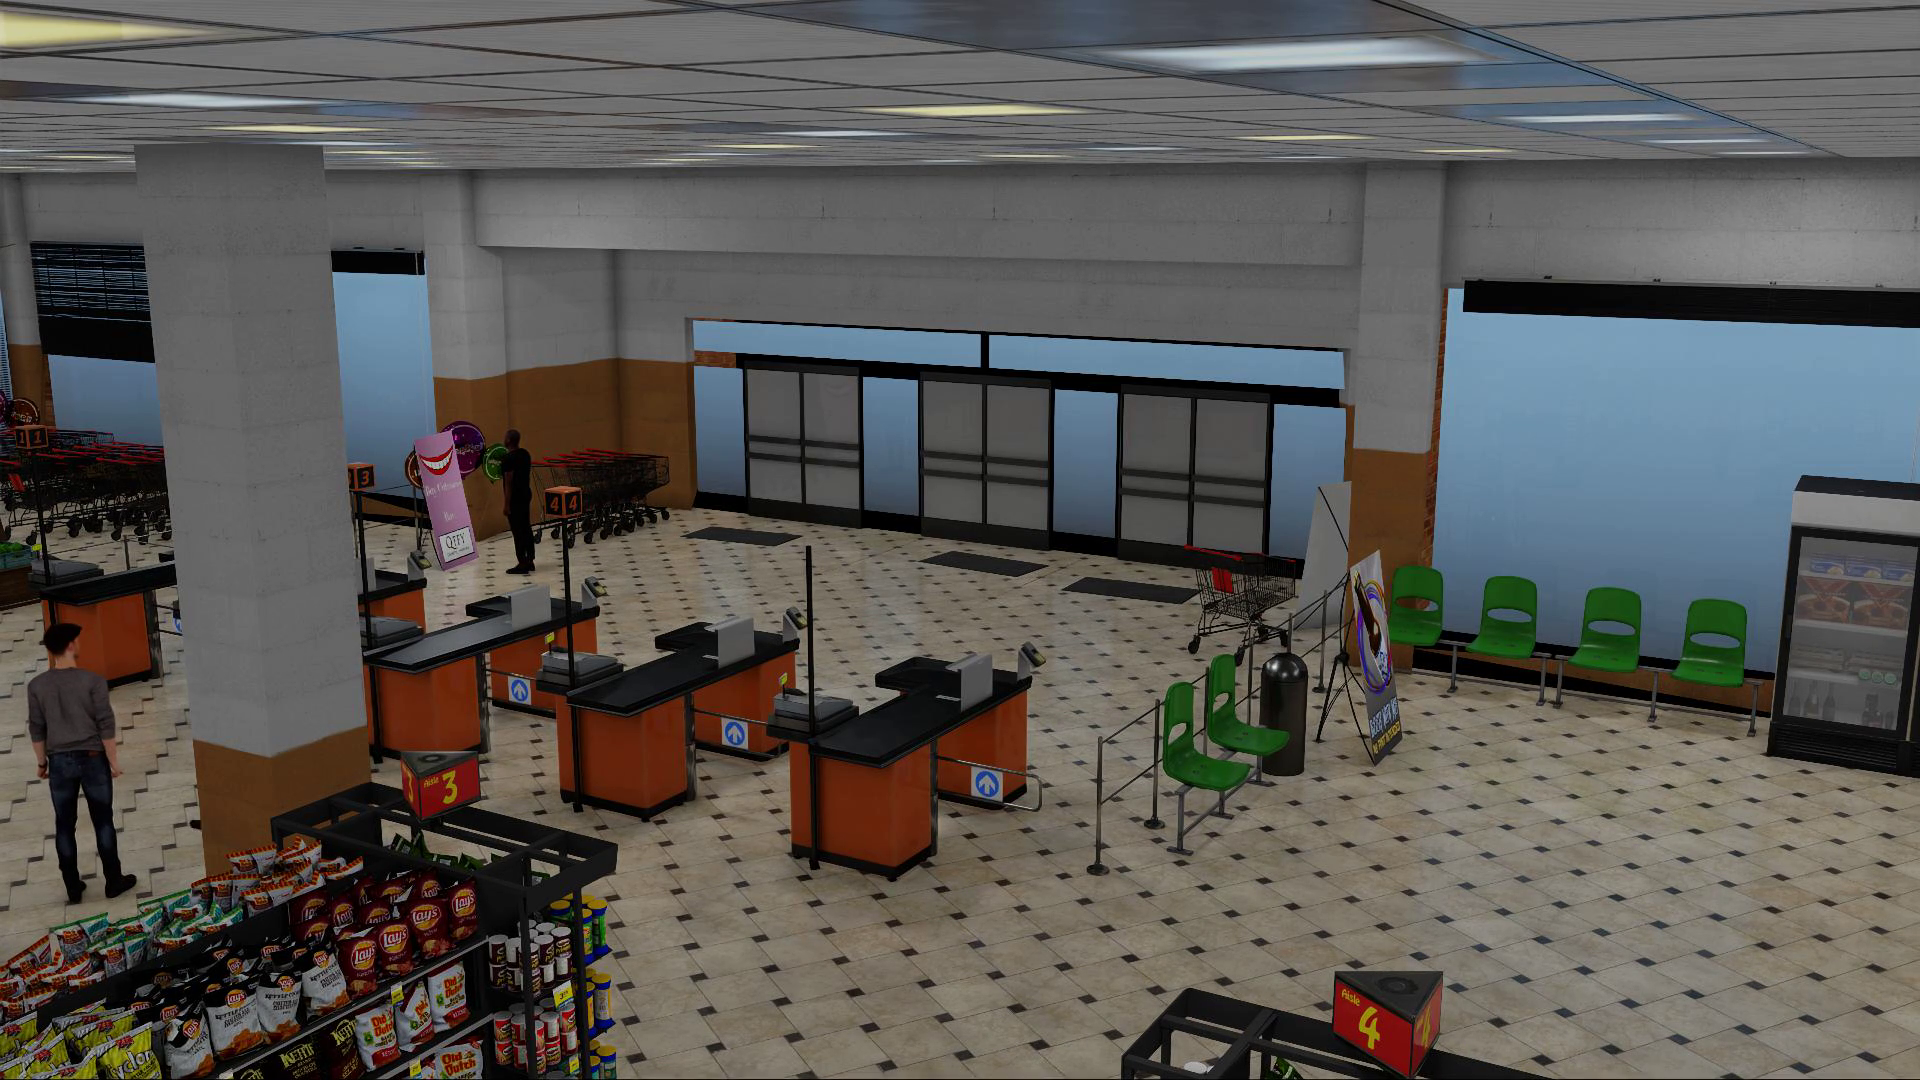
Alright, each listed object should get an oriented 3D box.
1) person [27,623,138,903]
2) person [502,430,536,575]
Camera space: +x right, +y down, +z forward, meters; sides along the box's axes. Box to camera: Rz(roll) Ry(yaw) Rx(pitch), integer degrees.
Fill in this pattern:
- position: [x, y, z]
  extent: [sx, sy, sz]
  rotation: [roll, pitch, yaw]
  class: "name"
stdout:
- position: [-5.954, 1.498, 11.217]
  extent: [0.762, 1.903, 0.802]
  rotation: [-2, 12, -10]
  class: "person"
- position: [-5.533, -0.487, 20.847]
  extent: [0.768, 1.819, 0.577]
  rotation: [4, 13, 18]
  class: "person"
